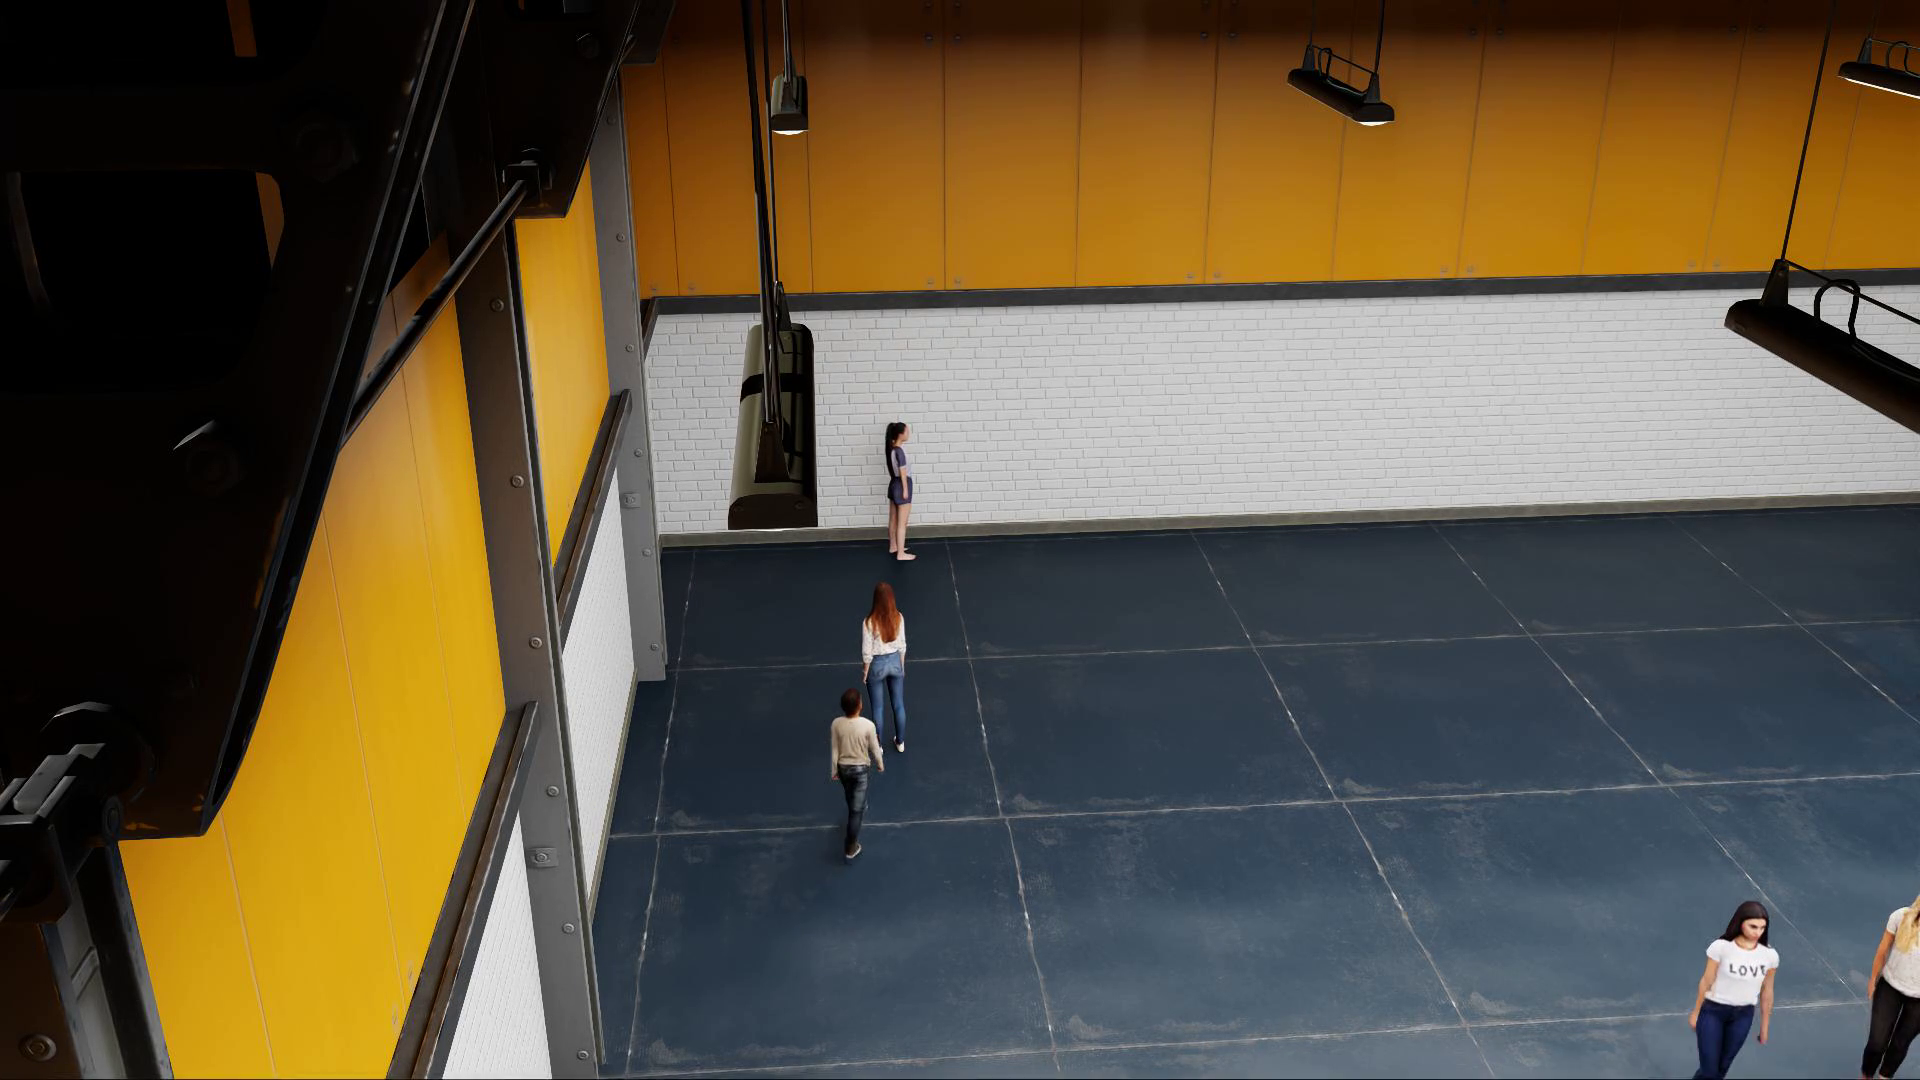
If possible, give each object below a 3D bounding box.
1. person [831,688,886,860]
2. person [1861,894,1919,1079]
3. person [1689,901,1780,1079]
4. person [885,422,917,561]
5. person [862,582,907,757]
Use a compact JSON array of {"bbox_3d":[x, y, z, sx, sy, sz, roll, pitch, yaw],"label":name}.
[{"bbox_3d":[-0.898,1.958,13.790,0.774,1.428,1.075,6,24,13],"label":"person"},{"bbox_3d":[6.268,2.968,11.006,0.730,1.807,0.776,13,27,27],"label":"person"},{"bbox_3d":[4.961,3.061,10.850,0.641,1.761,0.627,1,24,3],"label":"person"},{"bbox_3d":[-0.716,-0.574,19.302,0.717,1.652,0.571,-11,26,-23],"label":"person"},{"bbox_3d":[-0.685,1.171,15.214,0.630,1.728,0.601,-9,25,-20],"label":"person"}]
